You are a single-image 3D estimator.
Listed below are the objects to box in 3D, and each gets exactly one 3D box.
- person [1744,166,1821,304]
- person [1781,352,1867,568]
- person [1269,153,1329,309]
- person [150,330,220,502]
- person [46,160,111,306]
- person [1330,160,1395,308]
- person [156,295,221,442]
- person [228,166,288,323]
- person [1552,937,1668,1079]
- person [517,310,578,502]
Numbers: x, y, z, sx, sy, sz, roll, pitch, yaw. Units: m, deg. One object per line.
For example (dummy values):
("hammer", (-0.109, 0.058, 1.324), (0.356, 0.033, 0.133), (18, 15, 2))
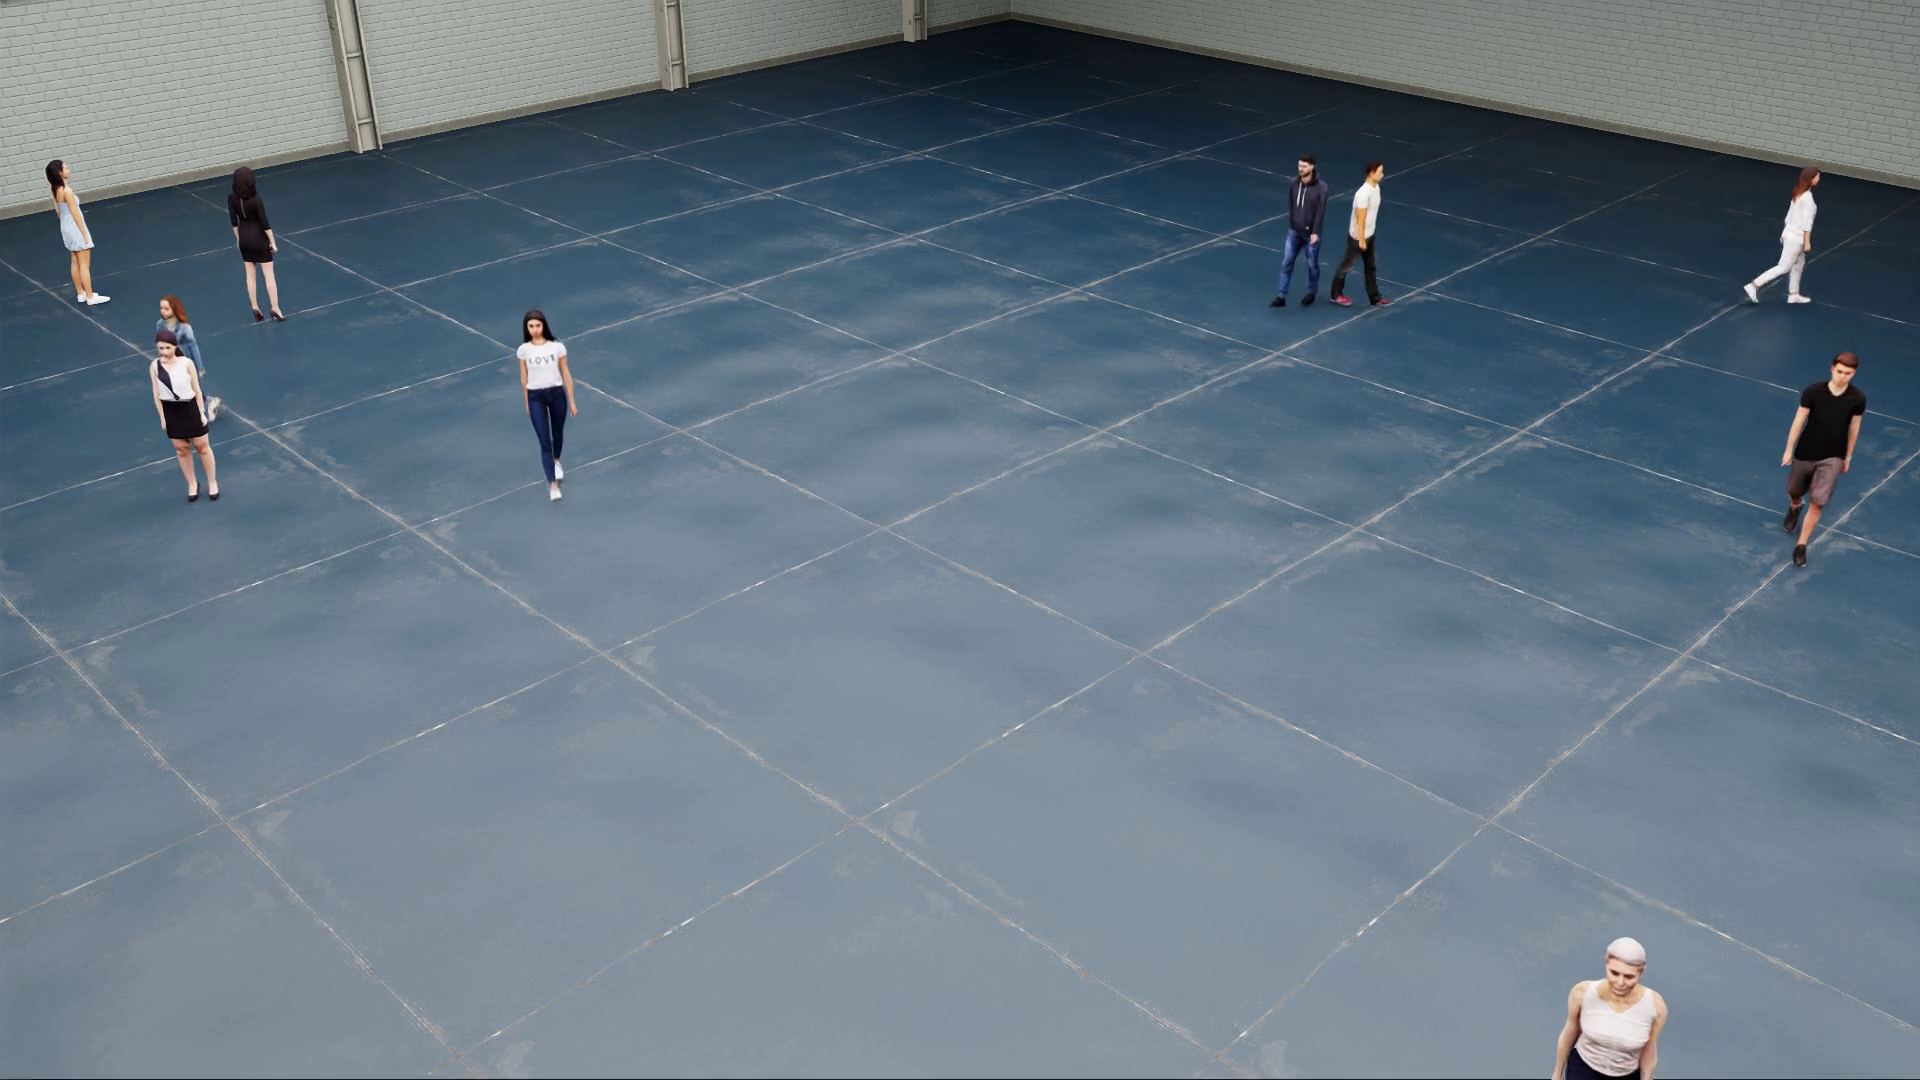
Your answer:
("person", (9.772, -3.555, 19.610), (1.030, 1.661, 1.059), (5, 28, 9))
("person", (7.330, -0.758, 14.175), (0.907, 1.832, 1.262), (14, 31, 25))
("person", (4.132, -3.649, 19.583), (0.777, 1.853, 1.059), (19, 33, 31))
("person", (-7.032, -1.129, 15.067), (0.588, 1.650, 0.689), (-7, 29, -13))
("person", (-10.521, -3.660, 19.734), (0.614, 1.730, 0.564), (20, 34, 32))
("person", (4.637, -3.602, 19.583), (0.852, 1.769, 0.995), (18, 33, 30))
("person", (-7.623, -1.728, 16.398), (0.803, 1.455, 1.020), (10, 30, 18))
("person", (-8.125, -3.387, 19.145), (0.677, 1.801, 0.681), (5, 28, 10))
("person", (3.126, 2.562, 8.095), (0.776, 1.689, 0.862), (10, 29, 17))
("person", (-3.776, -1.279, 15.261), (1.158, 1.732, 1.039), (-8, 29, -14))
